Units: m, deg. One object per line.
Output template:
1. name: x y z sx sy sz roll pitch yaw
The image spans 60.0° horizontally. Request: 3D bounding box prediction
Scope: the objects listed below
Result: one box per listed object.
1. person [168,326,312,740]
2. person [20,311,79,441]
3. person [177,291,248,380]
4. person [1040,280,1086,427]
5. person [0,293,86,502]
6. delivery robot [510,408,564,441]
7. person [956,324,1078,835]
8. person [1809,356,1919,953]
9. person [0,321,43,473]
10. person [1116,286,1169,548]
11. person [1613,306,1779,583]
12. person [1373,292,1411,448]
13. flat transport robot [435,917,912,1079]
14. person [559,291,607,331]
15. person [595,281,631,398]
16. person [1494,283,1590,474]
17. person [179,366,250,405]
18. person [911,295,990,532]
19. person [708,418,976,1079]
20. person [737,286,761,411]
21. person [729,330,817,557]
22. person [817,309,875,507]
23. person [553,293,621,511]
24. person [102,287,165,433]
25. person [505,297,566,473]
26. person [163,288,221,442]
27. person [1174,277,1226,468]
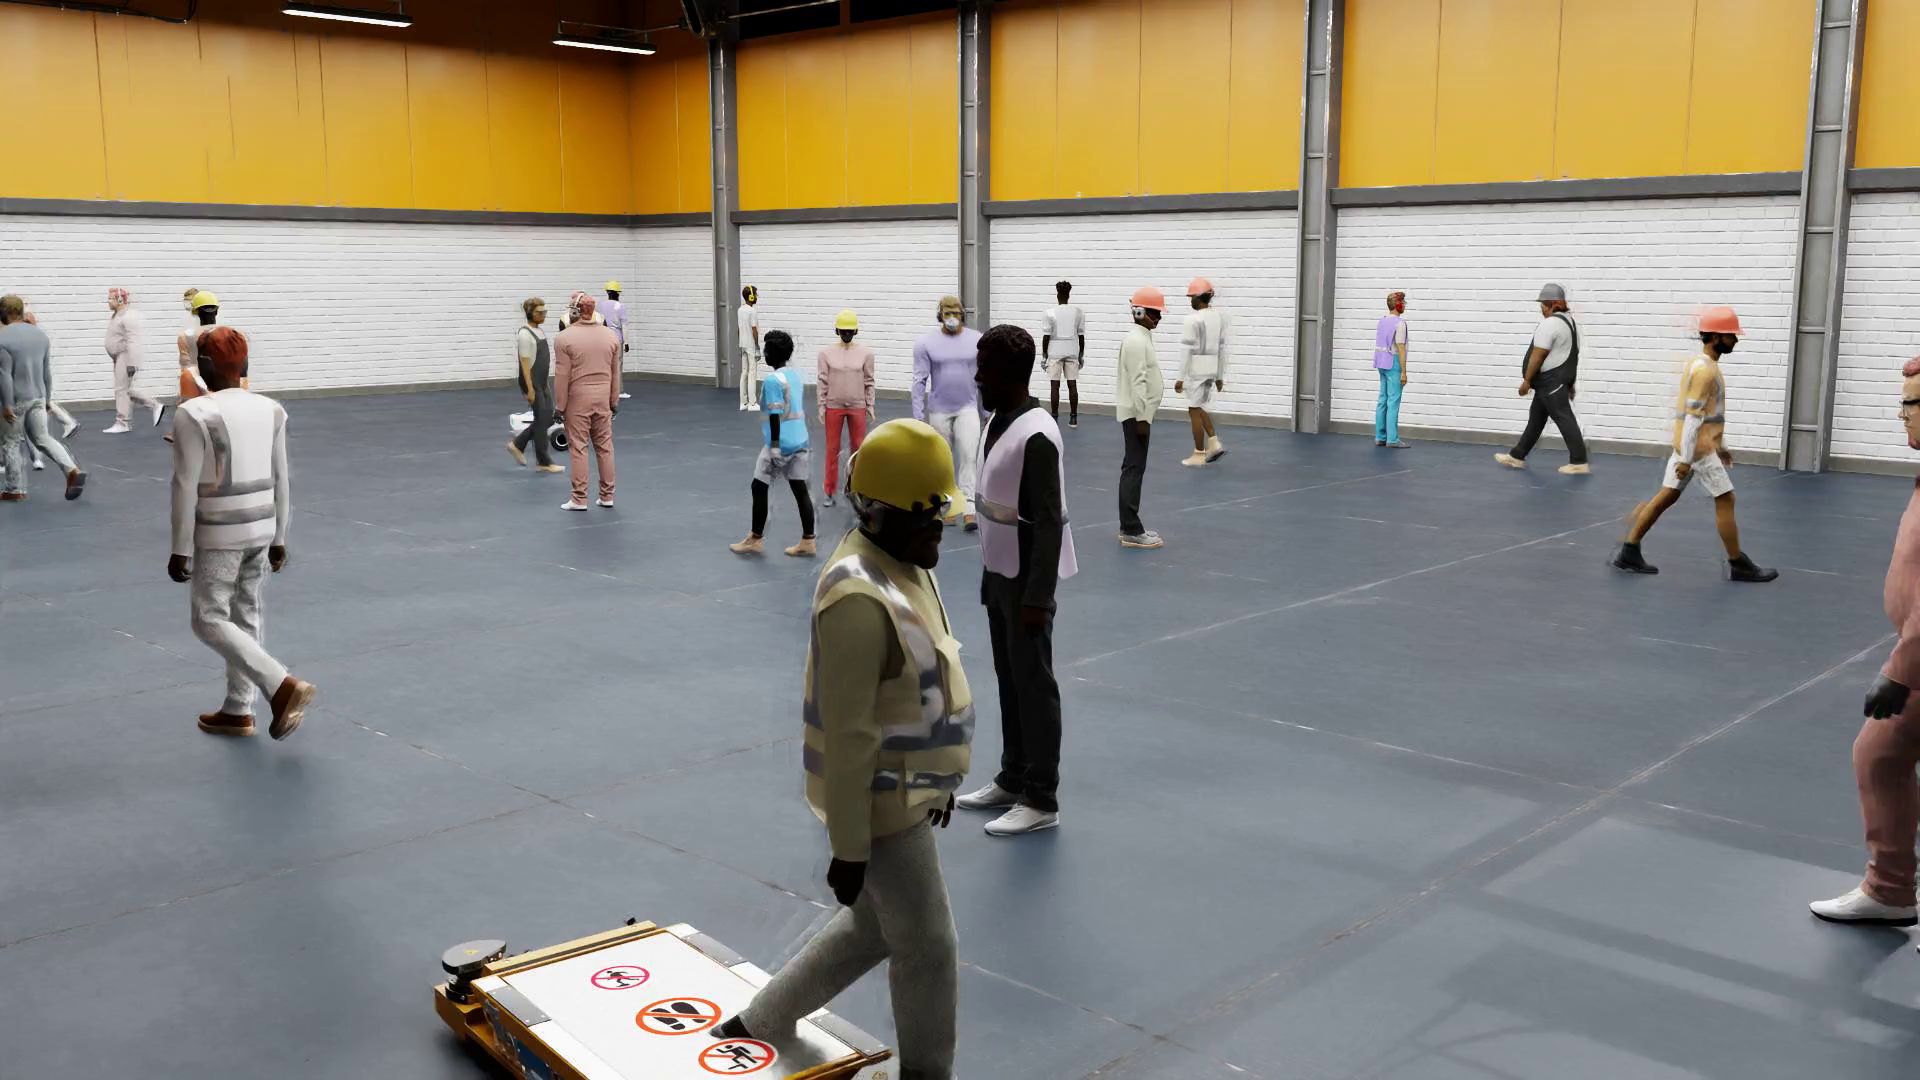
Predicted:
1. person: -3.191 -0.010 7.386 0.689 1.872 0.593 4 10 22
2. person: -11.394 -2.019 20.523 0.806 1.606 0.527 -5 10 -26
3. person: -6.841 -1.317 15.259 0.585 1.920 0.374 -8 12 -40
4. person: 1.374 -2.475 22.210 0.613 1.965 0.361 -2 9 -13
5. person: -8.393 -1.271 15.035 0.871 1.913 0.638 3 10 15
6. delivery robot: -4.896 -1.368 19.457 0.707 0.478 0.477 -2 9 -12
7. person: 0.227 0.149 6.285 0.399 1.916 0.590 -2 10 -15
8. person: 2.976 0.371 5.081 0.742 1.870 0.649 3 10 19
9. person: -9.903 -1.497 17.315 0.391 1.622 0.559 6 11 32
10. person: 1.391 -0.943 12.758 0.392 1.988 0.608 1 9 4
11. person: 5.025 -0.652 11.348 1.042 1.881 0.545 3 10 17
12. person: 5.116 -2.009 19.720 0.387 1.848 0.566 -2 10 -15
13. flat transport robot: -0.774 1.292 4.298 0.652 0.197 1.431 -7 12 -38
14. person: -4.809 -2.253 21.259 0.622 1.838 0.429 -4 10 -24
15. person: -5.688 -3.279 27.272 0.594 1.922 0.375 4 10 21
16. person: 6.161 -1.721 17.367 1.070 2.000 0.686 7 11 36
17. person: -5.665 -0.799 12.850 0.850 1.650 0.555 6 11 33
18. person: -0.061 -1.010 13.417 0.662 1.896 0.952 -1 9 -3
19. person: -0.243 0.594 3.950 0.728 1.793 0.581 0 9 2
20. person: -3.136 -2.867 24.915 0.326 1.872 0.518 -7 12 -37
21. person: -1.390 -0.700 12.223 0.757 1.661 0.548 3 10 18
22. person: -1.014 -1.169 14.833 0.526 1.764 0.325 -1 9 -8
23. person: -3.295 -1.210 14.629 0.650 1.911 0.409 -9 13 -44
24. person: -10.813 -2.341 21.649 0.736 1.884 0.651 -7 12 -38
25. person: -4.419 -1.595 17.219 0.588 1.834 0.537 1 9 5
26. person: -9.273 -2.121 20.297 0.651 1.884 1.012 4 10 25
27. person: 2.537 -1.774 17.739 0.415 2.031 0.610 9 13 42
